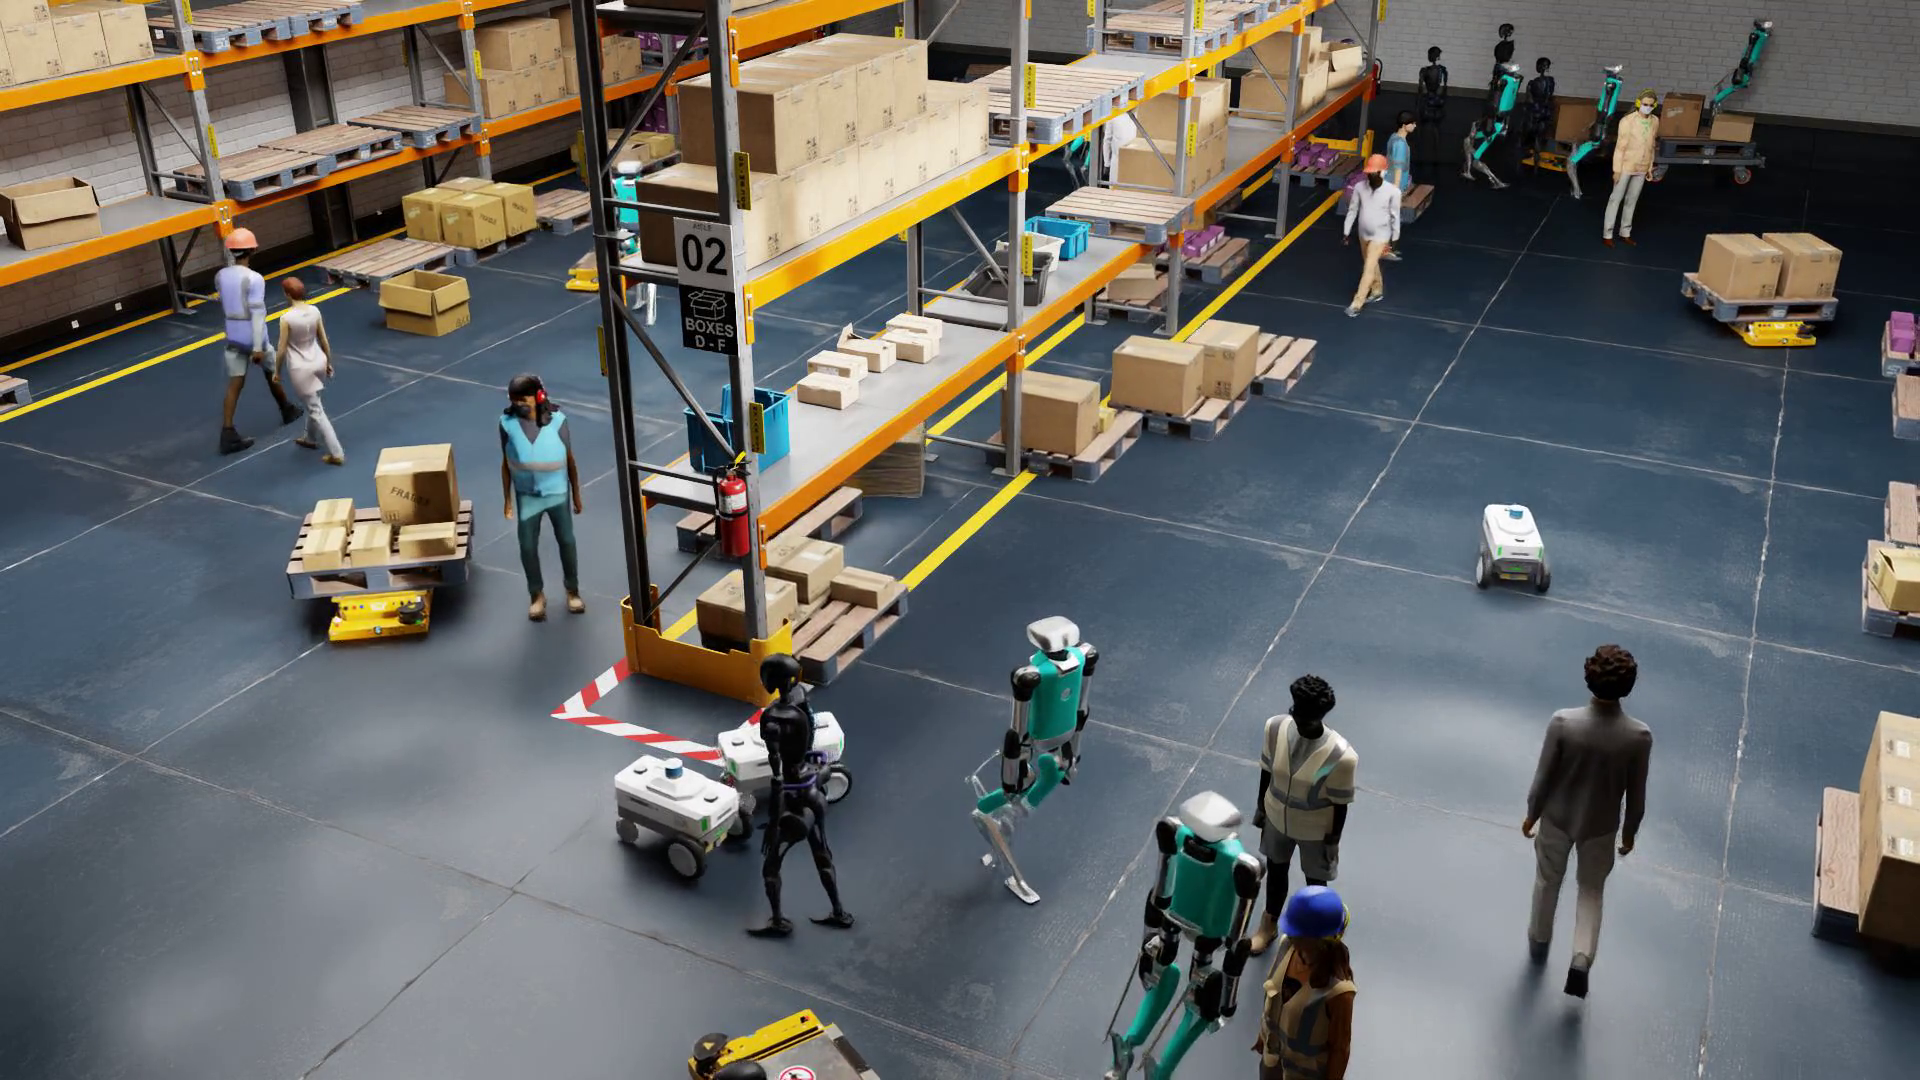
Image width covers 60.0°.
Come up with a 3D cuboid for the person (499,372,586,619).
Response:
[{"bbox_3d":[-2.926,-0.317,11.641,0.524,1.852,0.429,-2,26,-4],"label":"person"}]

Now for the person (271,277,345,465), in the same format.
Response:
[{"bbox_3d":[-5.604,-1.452,14.177,0.745,1.622,0.462,14,29,25],"label":"person"}]

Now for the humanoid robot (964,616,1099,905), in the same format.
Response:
[{"bbox_3d":[0.302,1.175,8.875,0.543,1.888,0.785,-20,33,-34],"label":"humanoid robot"}]

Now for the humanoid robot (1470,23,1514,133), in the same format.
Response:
[{"bbox_3d":[8.256,-7.055,25.477,0.613,1.642,0.606,2,26,3],"label":"humanoid robot"}]

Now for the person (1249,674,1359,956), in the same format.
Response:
[{"bbox_3d":[1.703,1.410,8.322,0.532,1.693,0.320,22,34,38],"label":"person"}]

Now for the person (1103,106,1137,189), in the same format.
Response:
[{"bbox_3d":[2.047,-4.567,20.158,0.639,1.910,0.410,2,26,5],"label":"person"}]

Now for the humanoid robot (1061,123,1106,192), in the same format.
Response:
[{"bbox_3d":[1.649,-5.372,22.069,0.542,1.857,0.746,23,34,38],"label":"humanoid robot"}]

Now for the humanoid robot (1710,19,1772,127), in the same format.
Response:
[{"bbox_3d":[11.810,-7.064,25.402,0.530,1.770,0.789,-23,34,-38],"label":"humanoid robot"}]

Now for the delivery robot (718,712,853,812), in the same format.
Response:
[{"bbox_3d":[-1.058,1.278,9.862,0.767,0.583,0.499,-10,28,-19],"label":"delivery robot"}]

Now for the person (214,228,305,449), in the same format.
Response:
[{"bbox_3d":[-6.279,-1.766,14.574,0.550,1.853,1.066,8,28,16],"label":"person"}]

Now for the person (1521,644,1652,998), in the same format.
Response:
[{"bbox_3d":[3.058,1.388,8.168,0.544,1.882,0.640,8,27,15],"label":"person"}]

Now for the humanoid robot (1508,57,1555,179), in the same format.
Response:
[{"bbox_3d":[7.949,-5.838,22.989,0.596,1.645,0.428,-16,30,-29],"label":"humanoid robot"}]

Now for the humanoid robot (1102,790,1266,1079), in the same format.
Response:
[{"bbox_3d":[0.873,1.951,7.144,0.751,1.741,0.533,-23,34,-38],"label":"humanoid robot"}]

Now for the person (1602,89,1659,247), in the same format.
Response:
[{"bbox_3d":[8.079,-4.479,20.017,0.552,1.875,0.402,-7,27,-15],"label":"person"}]

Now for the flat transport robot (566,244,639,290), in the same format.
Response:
[{"bbox_3d":[-4.005,-3.163,19.167,0.659,0.231,1.431,3,26,6],"label":"flat transport robot"}]

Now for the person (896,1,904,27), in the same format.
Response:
[{"bbox_3d":[-0.941,-9.492,30.192,0.365,1.834,0.503,21,33,36],"label":"person"}]

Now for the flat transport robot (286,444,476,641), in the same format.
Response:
[{"bbox_3d":[-4.186,0.296,12.180,0.659,0.231,1.431,-5,27,-10],"label":"flat transport robot"}]

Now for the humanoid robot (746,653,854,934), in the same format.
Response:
[{"bbox_3d":[-0.834,1.312,8.554,0.519,1.637,0.590,6,27,11],"label":"humanoid robot"}]

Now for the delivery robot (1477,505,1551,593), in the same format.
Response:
[{"bbox_3d":[4.111,0.015,12.390,0.499,0.563,0.738,4,27,7],"label":"delivery robot"}]

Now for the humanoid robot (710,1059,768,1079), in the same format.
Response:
[{"bbox_3d":[-0.778,2.557,6.034,0.608,1.649,0.310,22,34,37],"label":"humanoid robot"}]

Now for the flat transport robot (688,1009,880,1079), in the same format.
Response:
[{"bbox_3d":[-0.625,2.636,7.454,0.659,0.231,1.431,-16,30,-29],"label":"flat transport robot"}]

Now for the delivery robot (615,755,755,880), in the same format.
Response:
[{"bbox_3d":[-1.580,1.518,9.395,0.784,0.599,0.499,16,30,28],"label":"delivery robot"}]

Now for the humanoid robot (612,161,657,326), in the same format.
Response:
[{"bbox_3d":[-3.370,-3.195,17.585,0.530,1.760,0.840,0,26,1],"label":"humanoid robot"}]

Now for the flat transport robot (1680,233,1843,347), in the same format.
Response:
[{"bbox_3d":[8.373,-2.362,17.550,0.659,0.231,1.431,-1,26,-2],"label":"flat transport robot"}]

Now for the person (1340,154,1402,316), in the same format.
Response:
[{"bbox_3d":[4.398,-3.295,17.816,0.910,1.696,0.581,-22,34,-37],"label":"person"}]

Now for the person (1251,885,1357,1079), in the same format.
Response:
[{"bbox_3d":[1.373,2.132,6.769,0.308,1.778,0.461,-13,29,-25],"label":"person"}]

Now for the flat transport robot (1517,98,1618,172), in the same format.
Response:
[{"bbox_3d":[8.836,-5.548,23.985,1.431,0.231,0.659,-19,32,-33],"label":"flat transport robot"}]

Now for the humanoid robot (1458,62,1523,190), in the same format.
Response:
[{"bbox_3d":[7.090,-5.602,22.487,0.536,1.751,1.038,-23,34,-38],"label":"humanoid robot"}]

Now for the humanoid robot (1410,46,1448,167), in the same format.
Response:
[{"bbox_3d":[6.716,-6.157,23.648,0.614,1.630,0.474,-15,30,-27],"label":"humanoid robot"}]

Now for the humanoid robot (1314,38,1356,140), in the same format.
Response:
[{"bbox_3d":[5.513,-6.570,24.518,0.692,1.644,0.590,7,27,14],"label":"humanoid robot"}]

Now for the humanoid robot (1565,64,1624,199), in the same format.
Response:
[{"bbox_3d":[8.309,-5.413,22.056,0.718,1.784,0.531,12,29,23],"label":"humanoid robot"}]

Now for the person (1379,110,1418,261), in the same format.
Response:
[{"bbox_3d":[5.124,-4.155,19.496,0.338,1.759,0.501,4,27,7],"label":"person"}]
